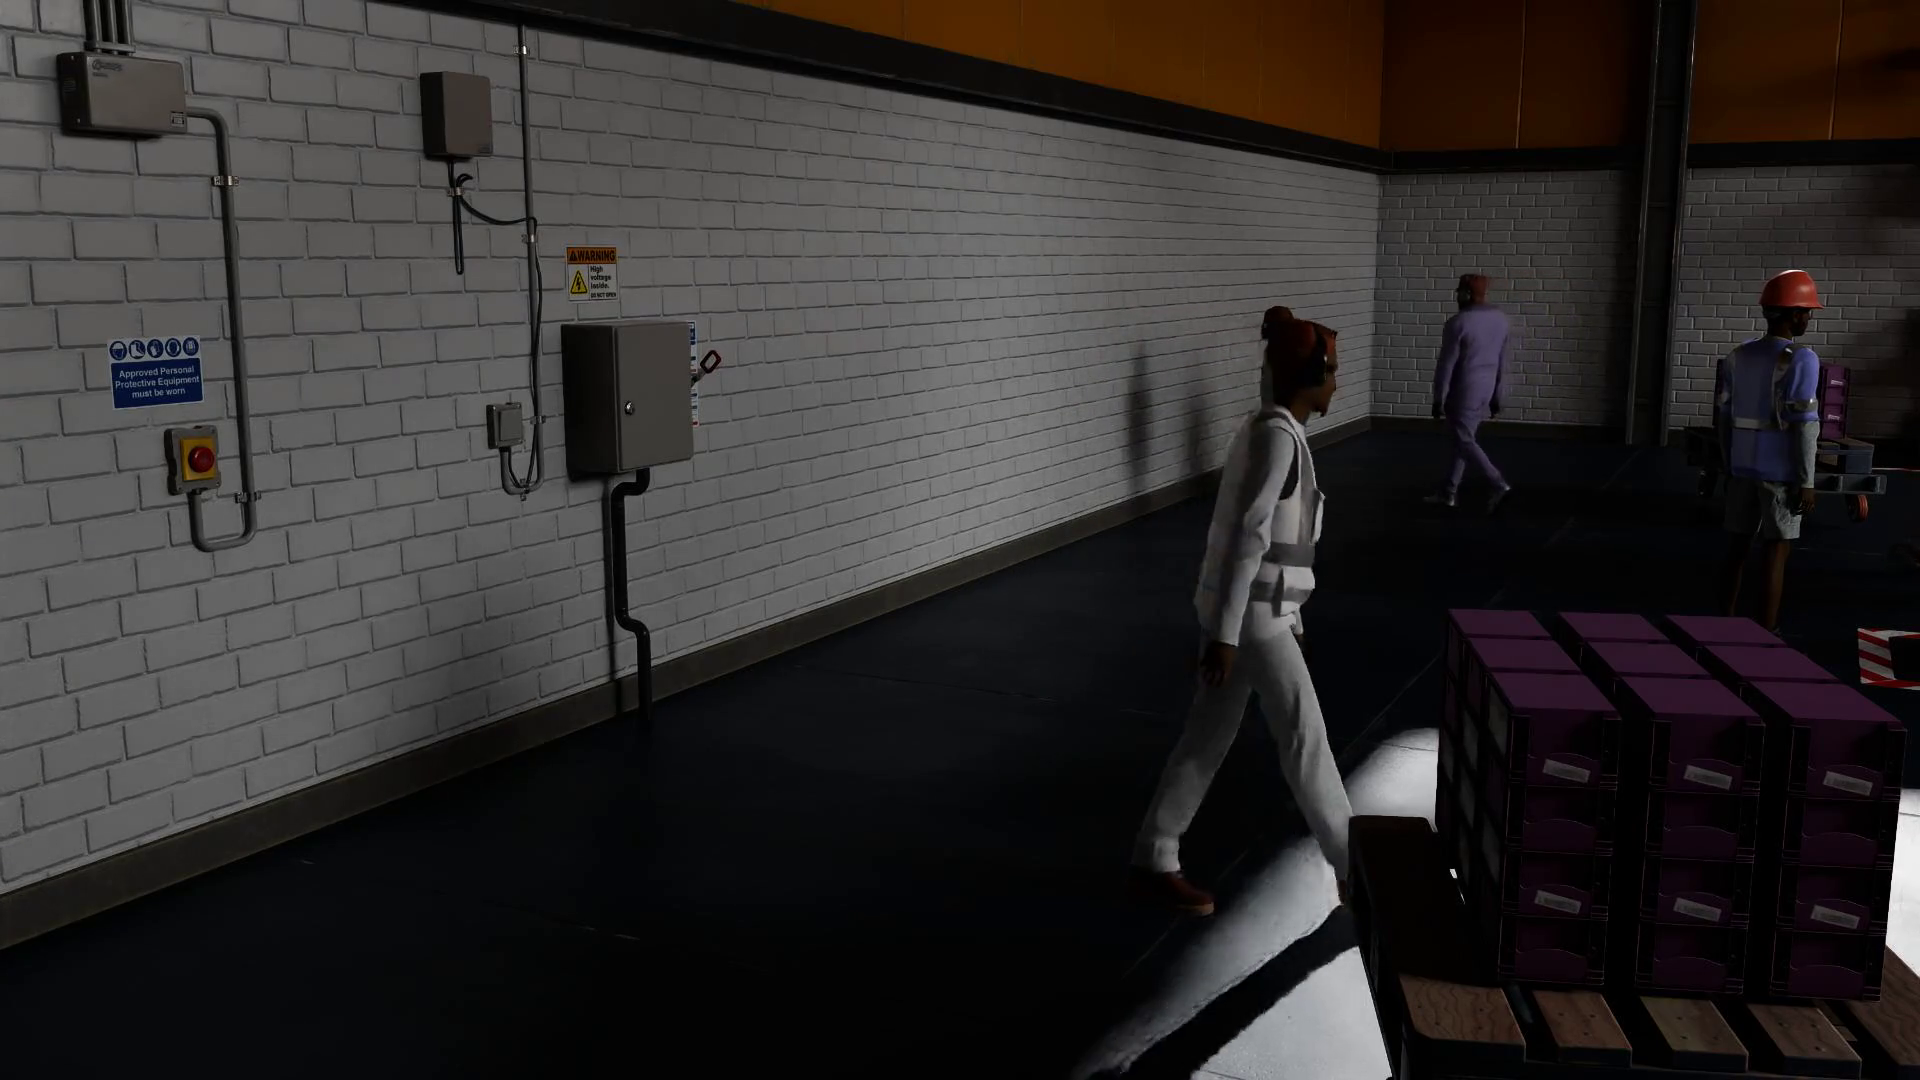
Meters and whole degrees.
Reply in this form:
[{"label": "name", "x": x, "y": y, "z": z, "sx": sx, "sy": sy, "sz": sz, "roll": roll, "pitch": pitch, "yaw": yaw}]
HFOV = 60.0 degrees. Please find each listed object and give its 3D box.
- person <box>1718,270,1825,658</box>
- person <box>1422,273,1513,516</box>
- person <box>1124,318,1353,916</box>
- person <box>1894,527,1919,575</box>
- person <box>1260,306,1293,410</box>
[{"label": "person", "x": 4.001, "y": -0.348, "z": 8.189, "sx": 0.370, "sy": 1.935, "sz": 0.552, "roll": -3, "pitch": 10, "yaw": -19}, {"label": "person", "x": 3.983, "y": -1.134, "z": 12.927, "sx": 0.653, "sy": 1.874, "sz": 0.914, "roll": -6, "pitch": 12, "yaw": -33}, {"label": "person", "x": 0.965, "y": 0.252, "z": 5.050, "sx": 0.960, "sy": 1.818, "sz": 0.649, "roll": 1, "pitch": 10, "yaw": 3}, {"label": "person", "x": 6.374, "y": -0.619, "z": 10.062, "sx": 1.162, "sy": 1.857, "sz": 0.654, "roll": 3, "pitch": 10, "yaw": 19}, {"label": "person", "x": 2.347, "y": -0.908, "z": 12.306, "sx": 0.273, "sy": 1.632, "sz": 0.507, "roll": 6, "pitch": 12, "yaw": 33}]
